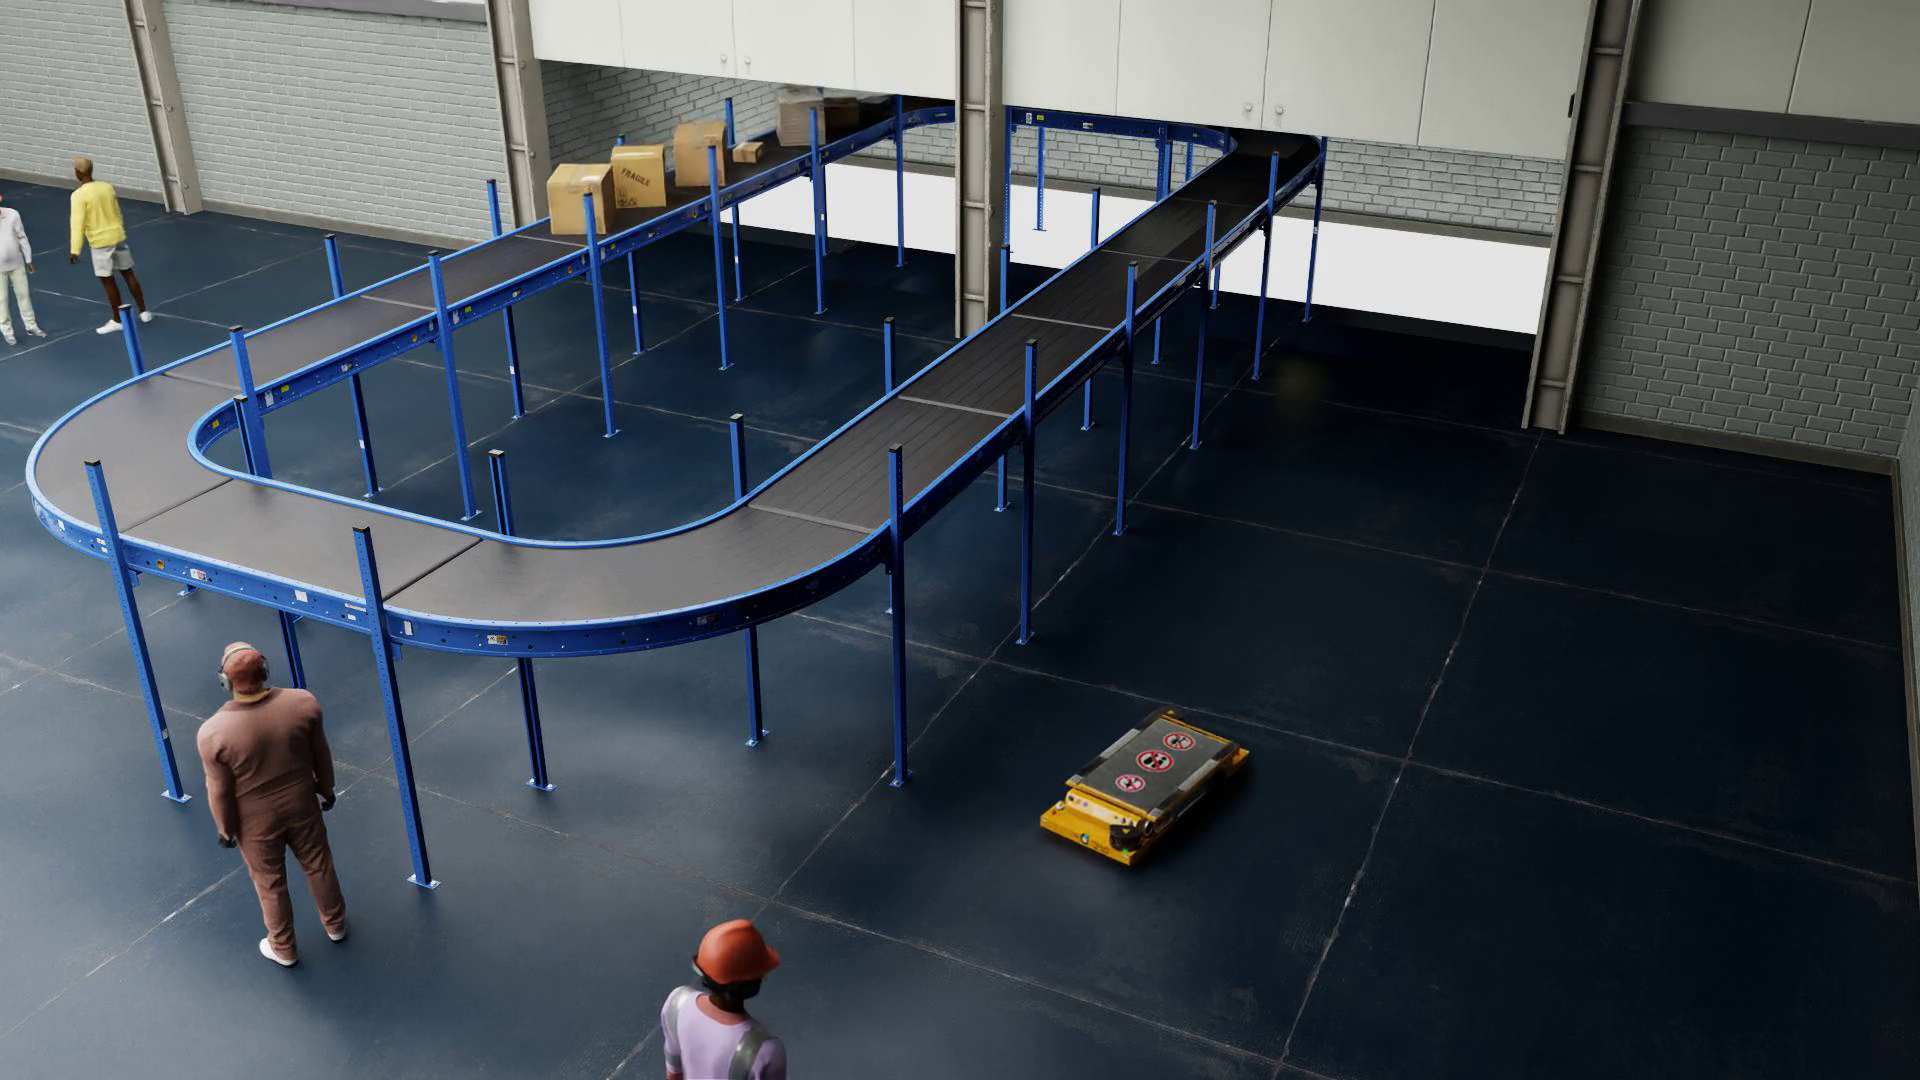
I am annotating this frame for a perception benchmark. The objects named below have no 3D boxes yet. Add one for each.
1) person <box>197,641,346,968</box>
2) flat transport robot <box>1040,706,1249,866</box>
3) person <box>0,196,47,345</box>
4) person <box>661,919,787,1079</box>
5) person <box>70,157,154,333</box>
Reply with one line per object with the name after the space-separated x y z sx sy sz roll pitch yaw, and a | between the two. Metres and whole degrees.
-3.641 1.397 8.823 0.650 1.904 0.407 -23 34 -38 | person
1.181 1.514 10.426 0.659 0.231 1.431 19 32 33 | flat transport robot
-10.203 -2.963 17.782 0.347 1.744 0.564 20 33 34 | person
-0.882 2.377 6.697 0.608 2.040 0.390 18 32 32 | person
-9.308 -3.201 18.102 0.403 1.899 0.765 10 28 19 | person
